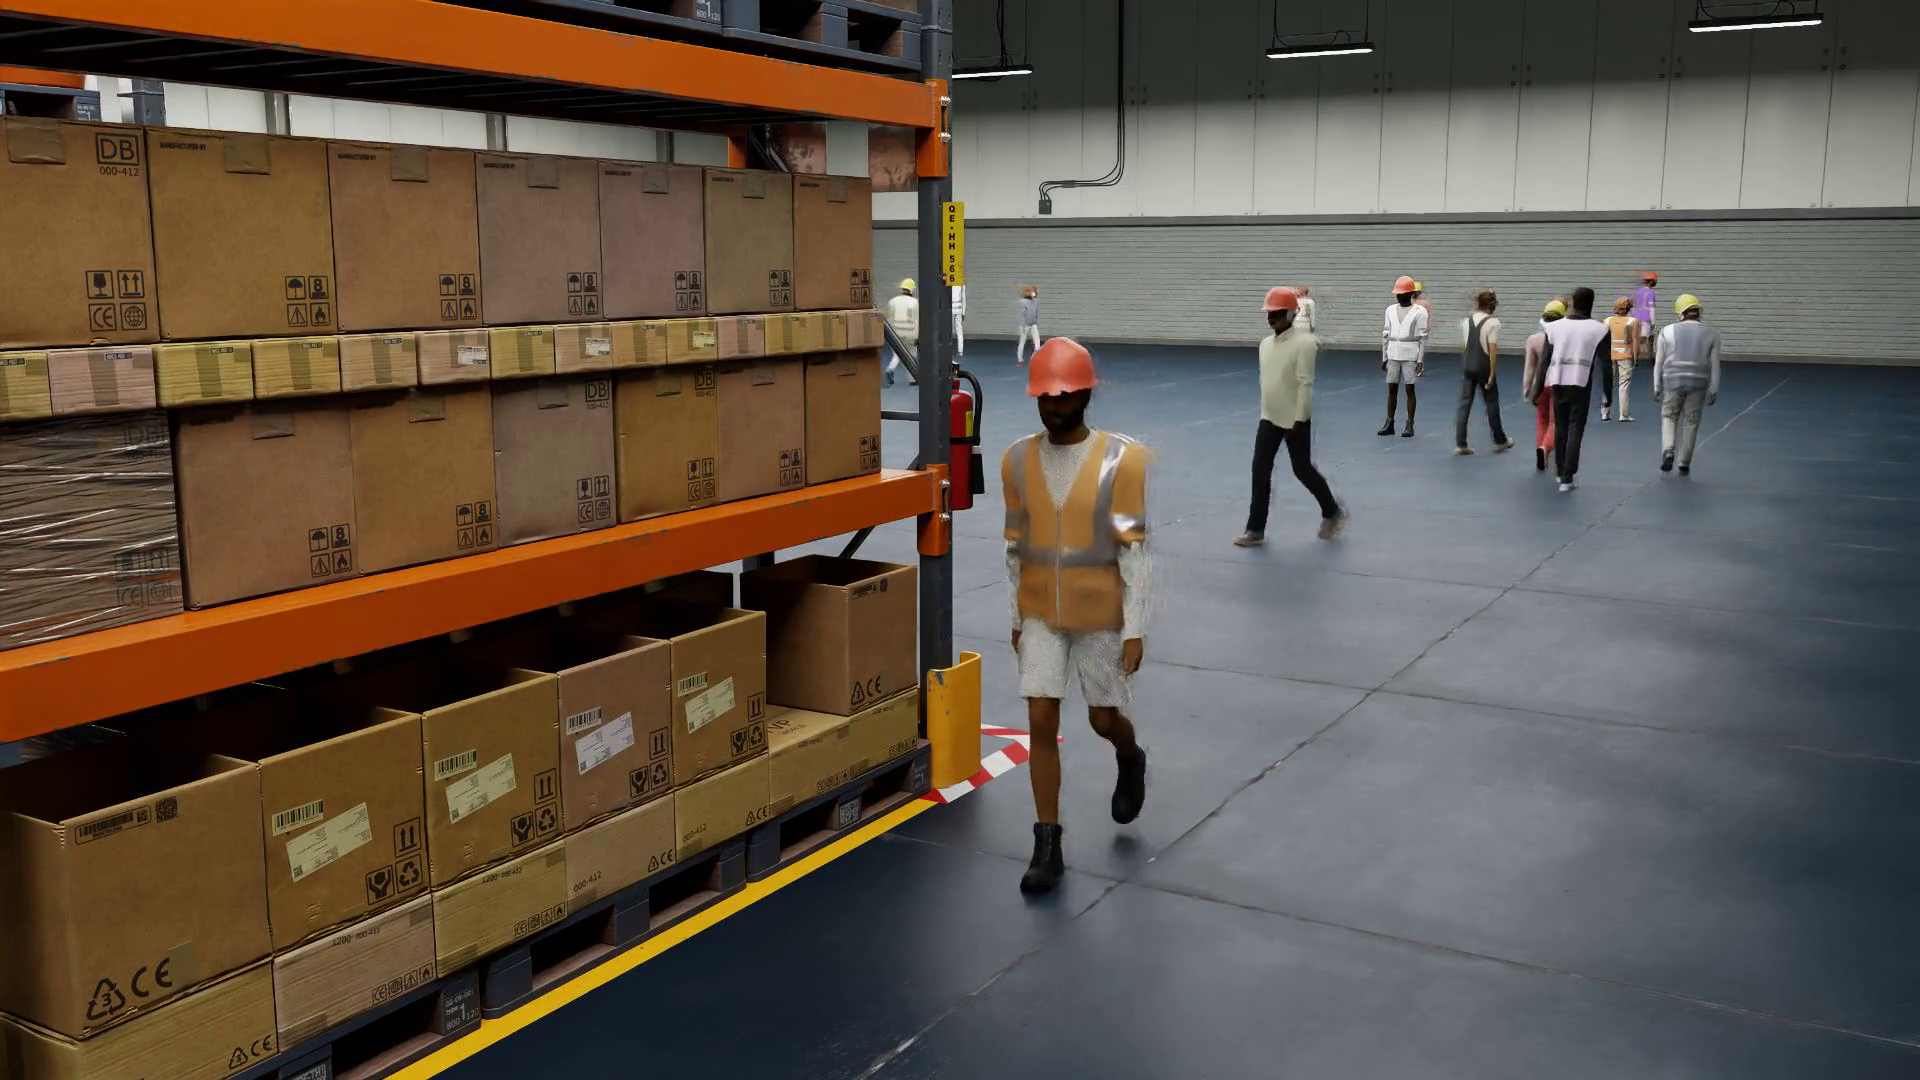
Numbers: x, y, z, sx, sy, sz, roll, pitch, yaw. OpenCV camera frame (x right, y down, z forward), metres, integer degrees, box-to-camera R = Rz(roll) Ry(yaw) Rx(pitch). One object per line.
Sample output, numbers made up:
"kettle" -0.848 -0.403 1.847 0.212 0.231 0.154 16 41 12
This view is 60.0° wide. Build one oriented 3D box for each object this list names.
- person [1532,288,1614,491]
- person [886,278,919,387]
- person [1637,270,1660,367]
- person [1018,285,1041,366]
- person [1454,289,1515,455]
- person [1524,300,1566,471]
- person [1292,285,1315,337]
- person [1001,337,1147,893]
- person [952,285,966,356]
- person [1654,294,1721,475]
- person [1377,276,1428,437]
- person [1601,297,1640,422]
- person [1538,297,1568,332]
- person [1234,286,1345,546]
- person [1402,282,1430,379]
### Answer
"person" 5.809 -1.429 15.691 0.659 1.872 0.923 7 12 35
"person" -0.929 -3.433 27.604 0.595 1.818 0.640 6 11 32
"person" 13.382 -4.324 32.575 0.912 1.907 0.555 0 10 2
"person" 1.418 -4.188 32.635 0.526 1.589 0.843 -8 13 -40
"person" 5.781 -1.844 18.309 0.927 1.799 0.533 -7 12 -37
"person" 5.949 -1.555 16.814 0.514 1.738 0.694 7 12 36
"person" 6.617 -4.137 32.274 0.525 1.622 0.494 5 11 25
"person" 0.431 0.225 5.925 0.562 1.910 0.841 4 11 23
"person" -0.148 -4.939 36.284 0.588 1.887 0.416 -5 11 -26
"person" 7.213 -1.534 16.511 0.613 1.803 0.428 4 11 24
"person" 5.344 -2.207 20.088 0.542 1.930 0.374 7 12 37
"person" 8.694 -2.376 21.922 0.306 1.639 0.523 -9 13 -42
"person" 7.889 -2.387 21.990 0.514 1.641 0.307 3 10 18
"person" 2.519 -0.942 12.619 0.949 1.965 0.621 -6 12 -33
"person" 8.131 -3.747 29.710 0.532 1.732 0.894 9 13 42
